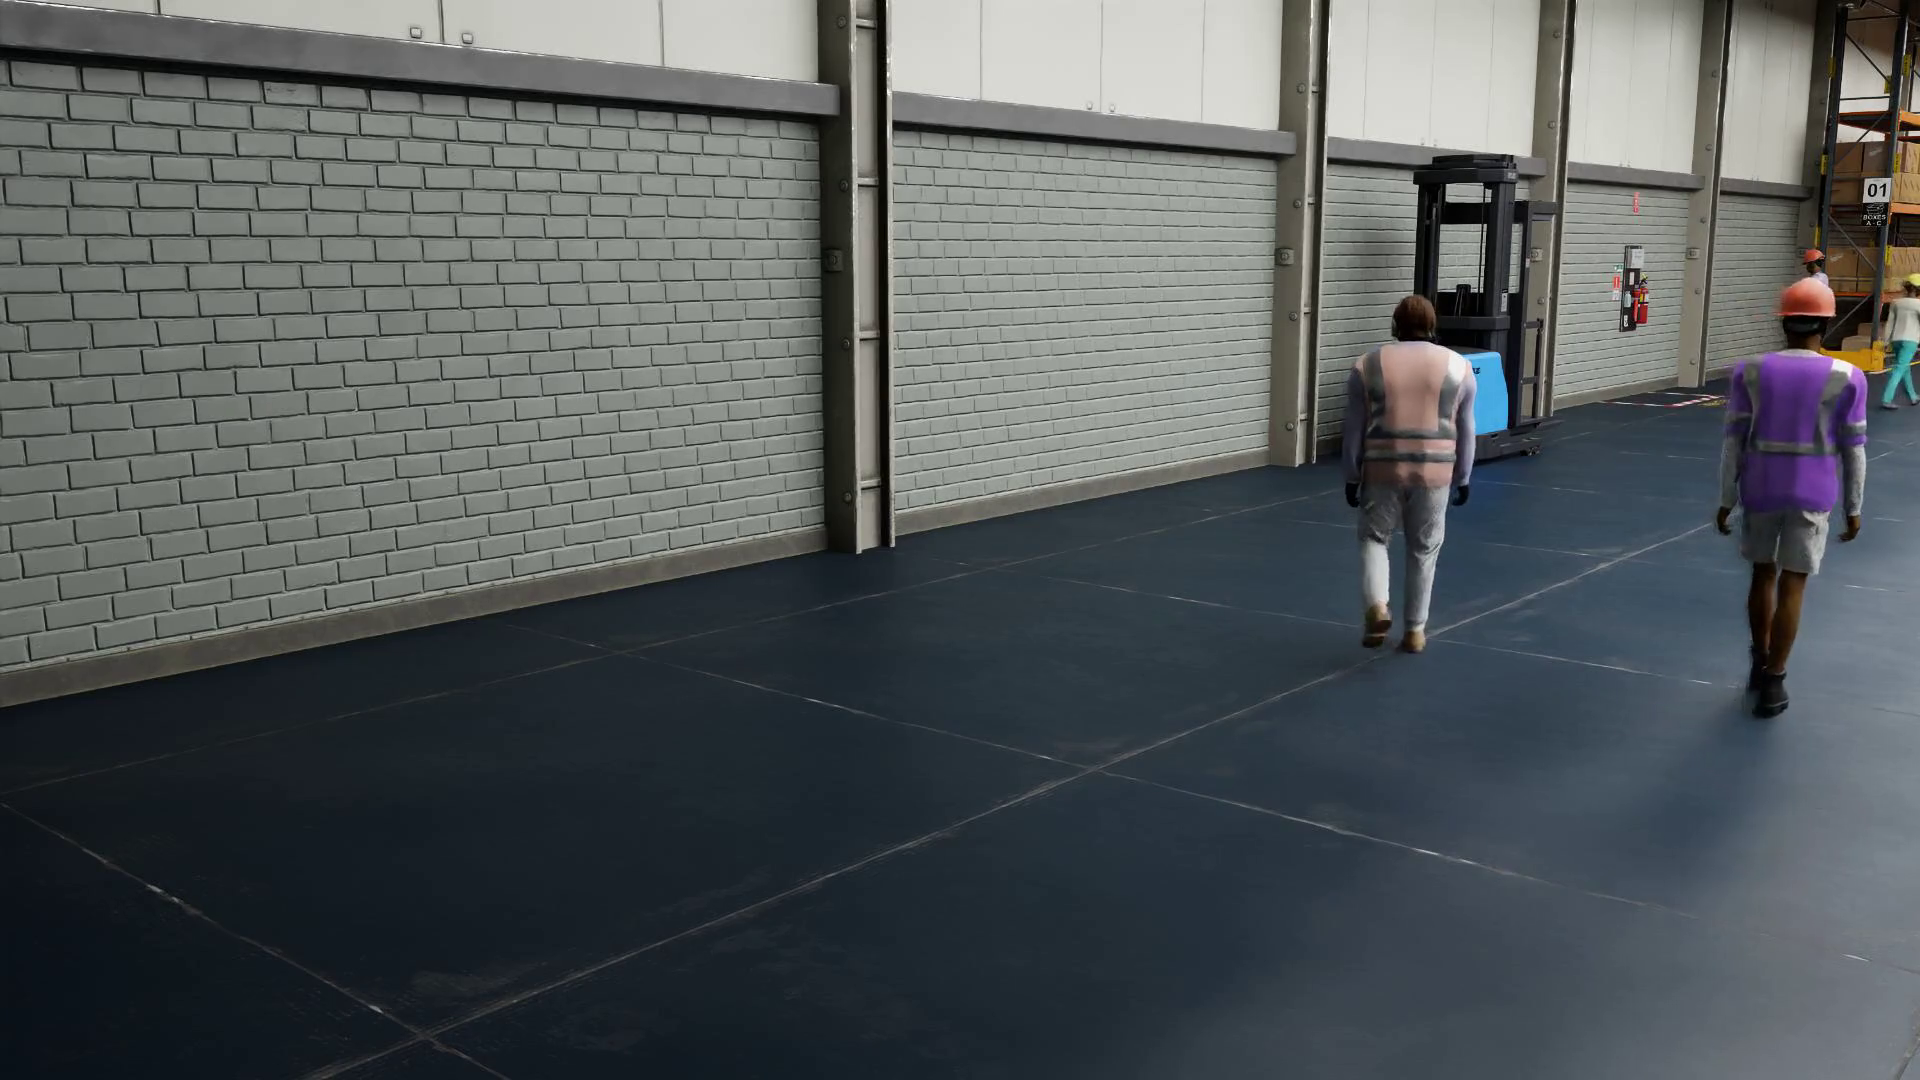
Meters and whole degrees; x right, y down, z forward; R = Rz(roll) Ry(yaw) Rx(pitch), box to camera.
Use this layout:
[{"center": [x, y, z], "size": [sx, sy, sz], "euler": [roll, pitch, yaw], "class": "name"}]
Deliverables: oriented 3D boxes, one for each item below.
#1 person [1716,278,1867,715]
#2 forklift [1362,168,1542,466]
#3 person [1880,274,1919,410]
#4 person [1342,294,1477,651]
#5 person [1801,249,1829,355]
[{"center": [3.776, -0.210, 7.506], "size": [0.571, 1.913, 0.780], "euler": [8, 13, 39], "class": "person"}, {"center": [4.875, -2.212, 16.287], "size": [1.129, 2.768, 1.873], "euler": [8, 13, 40], "class": "forklift"}, {"center": [12.165, -2.532, 21.273], "size": [0.911, 1.712, 0.551], "euler": [-4, 11, -21], "class": "person"}, {"center": [2.262, -0.321, 8.402], "size": [0.656, 1.830, 0.600], "euler": [2, 10, 13], "class": "person"}, {"center": [12.506, -3.242, 24.442], "size": [0.403, 2.033, 0.607], "euler": [8, 13, 38], "class": "person"}]
